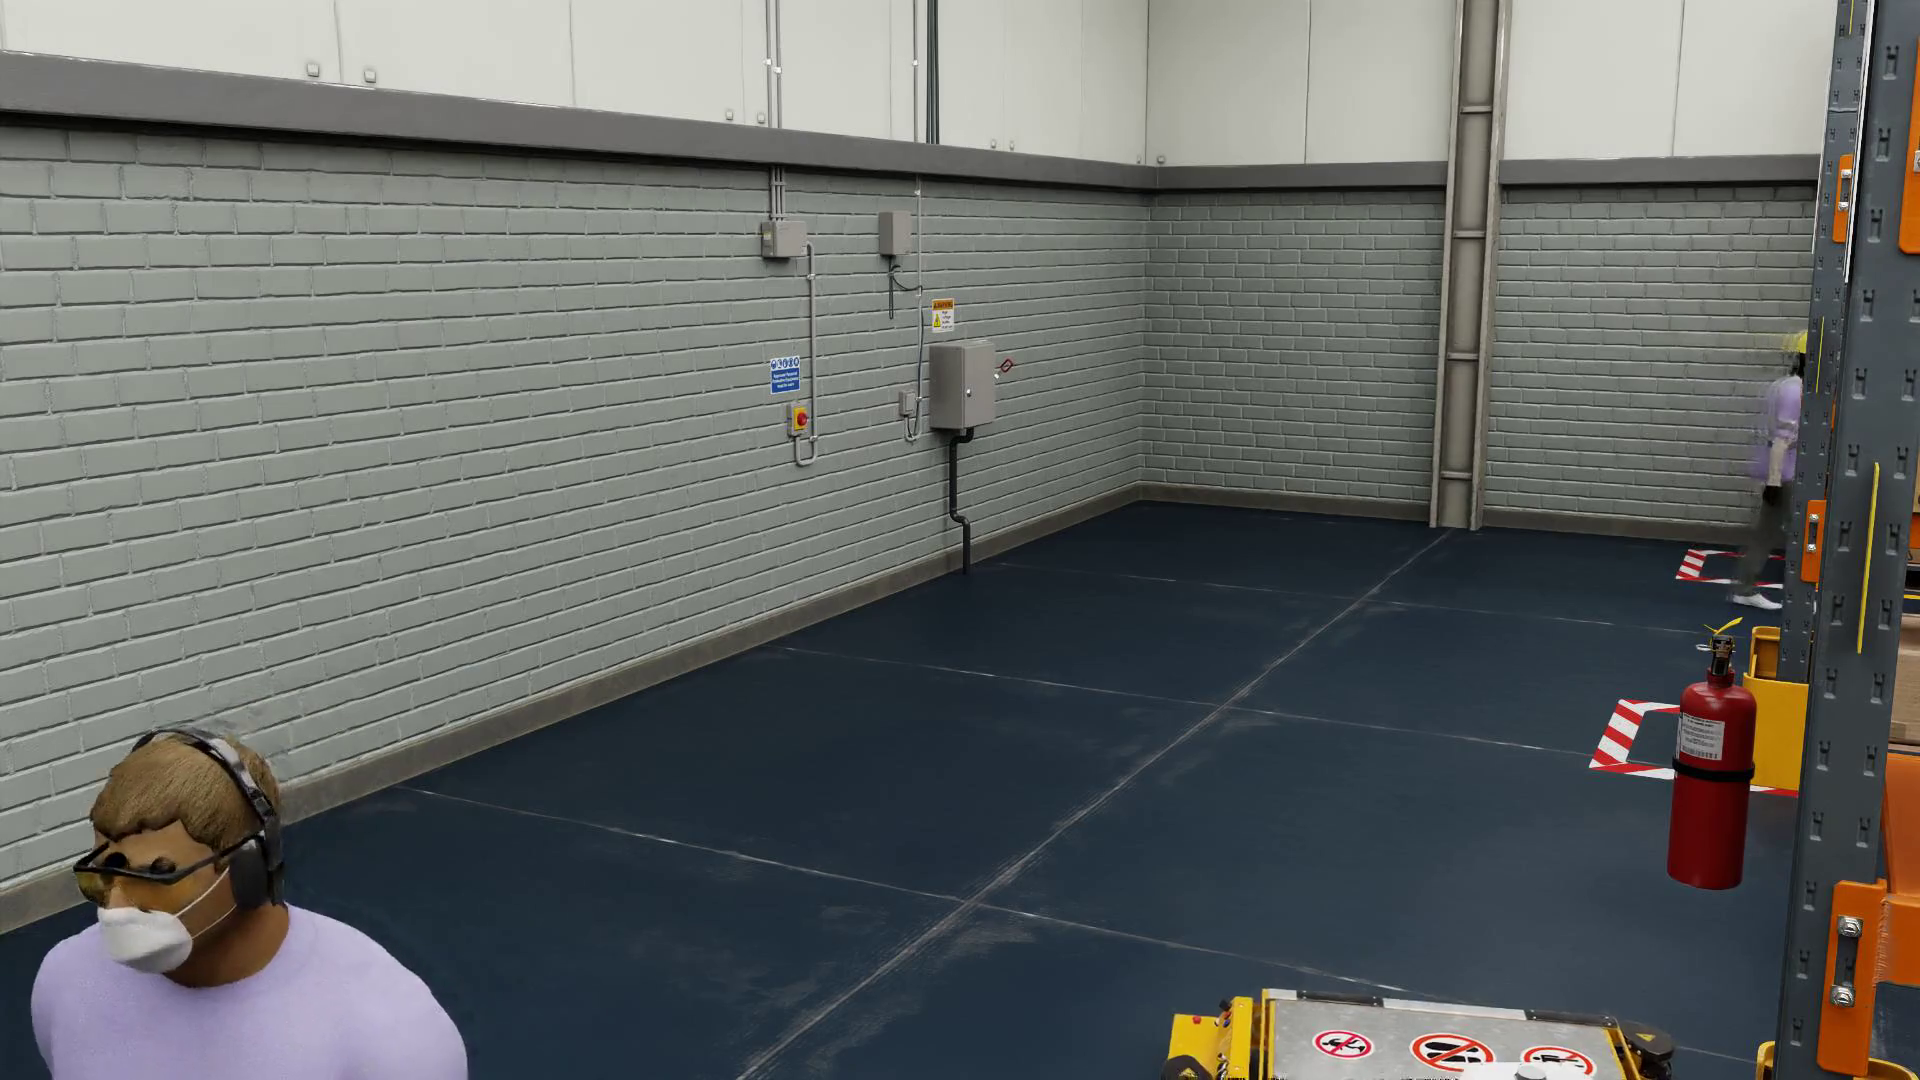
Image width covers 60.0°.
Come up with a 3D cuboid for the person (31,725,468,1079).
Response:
[{"bbox_3d":[-0.961,1.187,2.110,0.662,1.910,0.833,3,11,14],"label":"person"}]

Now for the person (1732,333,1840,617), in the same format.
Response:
[{"bbox_3d":[5.577,-0.435,11.014,0.787,1.890,0.621,6,12,28],"label":"person"}]

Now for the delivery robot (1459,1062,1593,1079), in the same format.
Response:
[{"bbox_3d":[1.423,1.491,3.912,0.477,0.478,0.707,0,10,0],"label":"delivery robot"}]

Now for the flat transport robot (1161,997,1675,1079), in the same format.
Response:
[{"bbox_3d":[1.304,1.535,4.704,1.431,0.197,0.652,2,11,11],"label":"flat transport robot"}]
